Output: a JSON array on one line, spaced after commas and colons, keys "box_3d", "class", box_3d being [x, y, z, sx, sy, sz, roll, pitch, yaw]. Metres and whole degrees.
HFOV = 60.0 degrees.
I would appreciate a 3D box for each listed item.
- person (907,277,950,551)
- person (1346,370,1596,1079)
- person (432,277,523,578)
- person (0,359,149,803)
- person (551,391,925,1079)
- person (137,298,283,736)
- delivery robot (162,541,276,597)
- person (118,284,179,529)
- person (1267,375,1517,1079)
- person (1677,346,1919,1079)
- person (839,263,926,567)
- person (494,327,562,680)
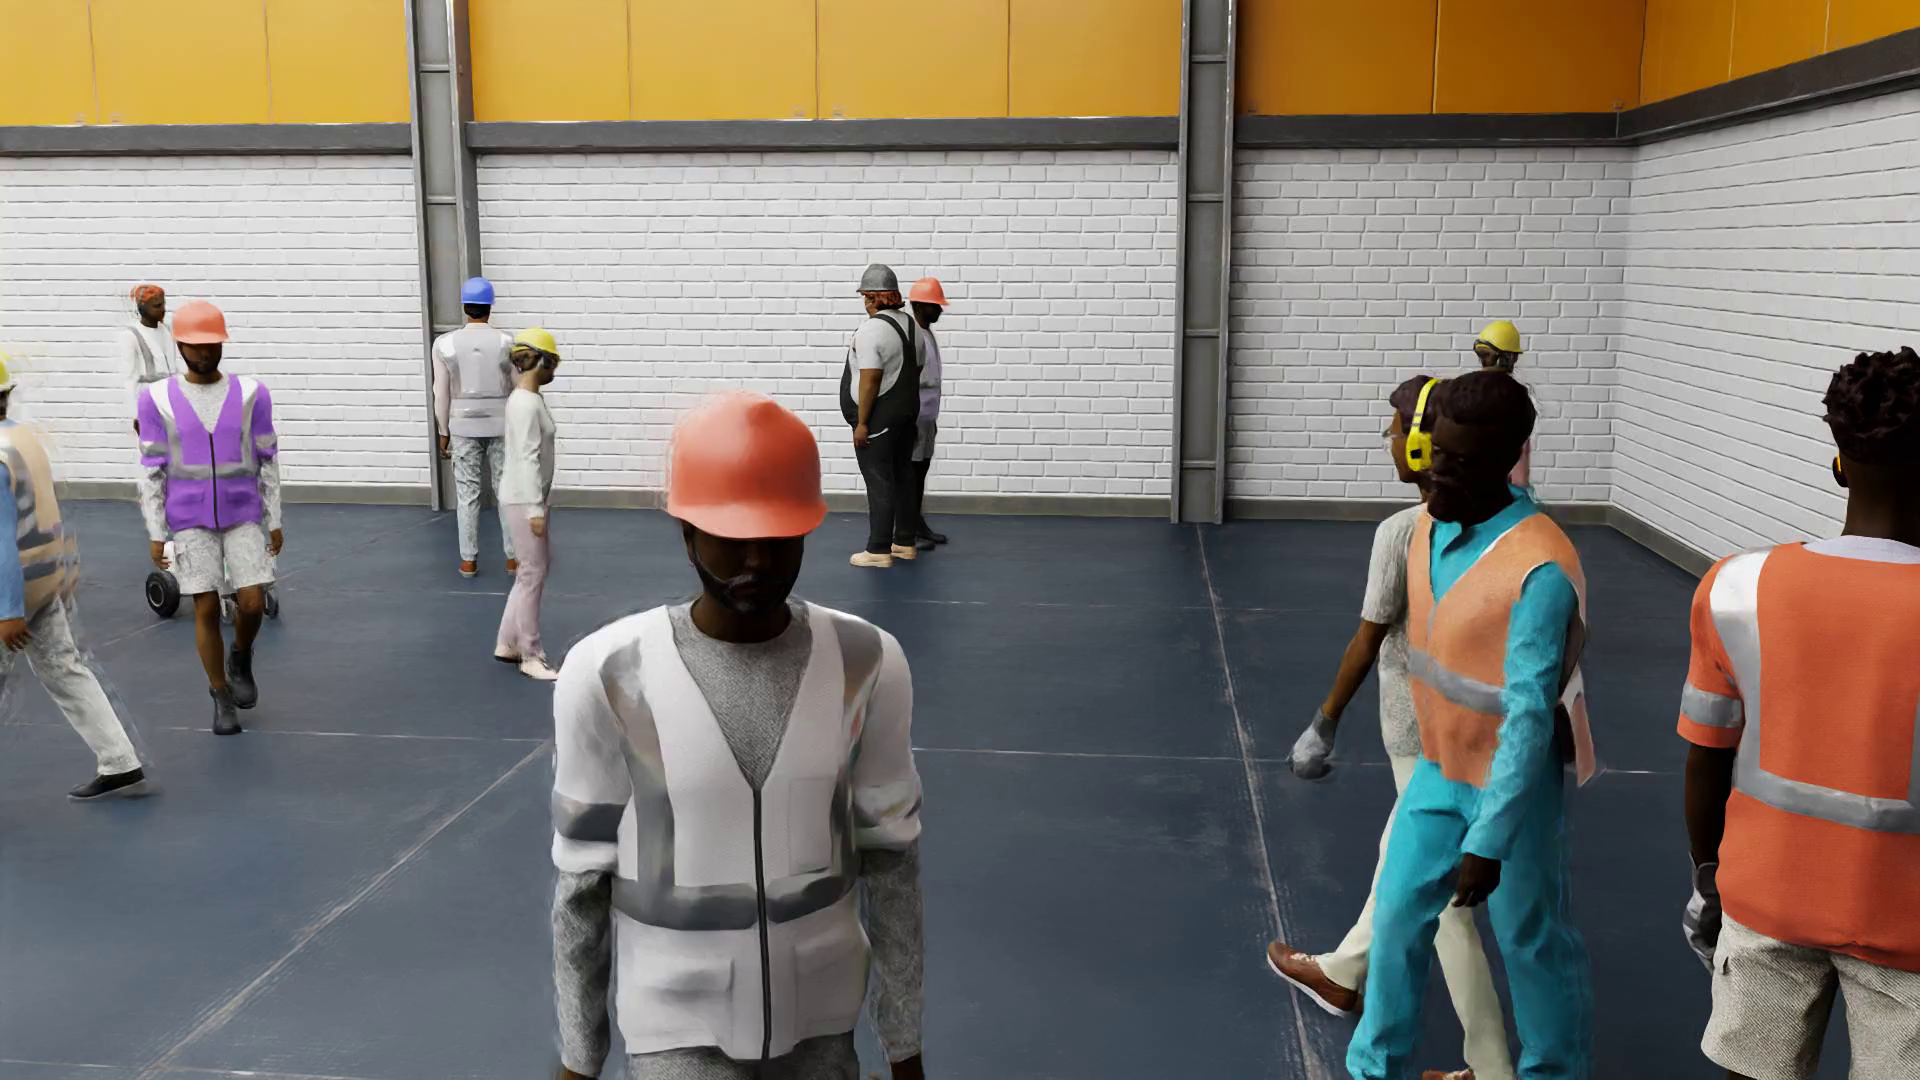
[{"box_3d": [-0.258, -0.899, 11.865, 0.378, 1.932, 0.551, 3, 10, 16], "class": "person"}, {"box_3d": [1.124, 0.554, 3.727, 0.851, 1.866, 0.628, -3, 10, -17], "class": "person"}, {"box_3d": [-3.093, -0.722, 10.813, 0.607, 1.947, 0.393, -2, 10, -13], "class": "person"}, {"box_3d": [-3.584, 0.166, 6.212, 0.949, 1.780, 0.618, -2, 10, -13], "class": "person"}, {"box_3d": [-0.320, 0.733, 2.545, 0.572, 1.923, 0.402, -4, 11, -20], "class": "person"}, {"box_3d": [-3.286, -0.099, 7.328, 0.565, 1.920, 0.462, -5, 11, -27], "class": "person"}, {"box_3d": [-4.316, 0.128, 9.663, 0.707, 0.478, 0.477, 6, 12, 33], "class": "delivery robot"}, {"box_3d": [-6.081, -1.002, 12.625, 0.418, 1.869, 0.617, 2, 10, 10], "class": "person"}, {"box_3d": [1.151, 0.494, 4.261, 0.500, 1.826, 0.944, -8, 13, -38], "class": "person"}, {"box_3d": [1.571, 0.645, 2.930, 0.367, 1.966, 0.607, -9, 13, -42], "class": "person"}, {"box_3d": [-0.555, -0.846, 11.255, 0.536, 2.000, 0.688, 6, 11, 29], "class": "person"}, {"box_3d": [-2.151, -0.178, 8.298, 0.381, 1.749, 0.655, -2, 10, -11], "class": "person"}]
